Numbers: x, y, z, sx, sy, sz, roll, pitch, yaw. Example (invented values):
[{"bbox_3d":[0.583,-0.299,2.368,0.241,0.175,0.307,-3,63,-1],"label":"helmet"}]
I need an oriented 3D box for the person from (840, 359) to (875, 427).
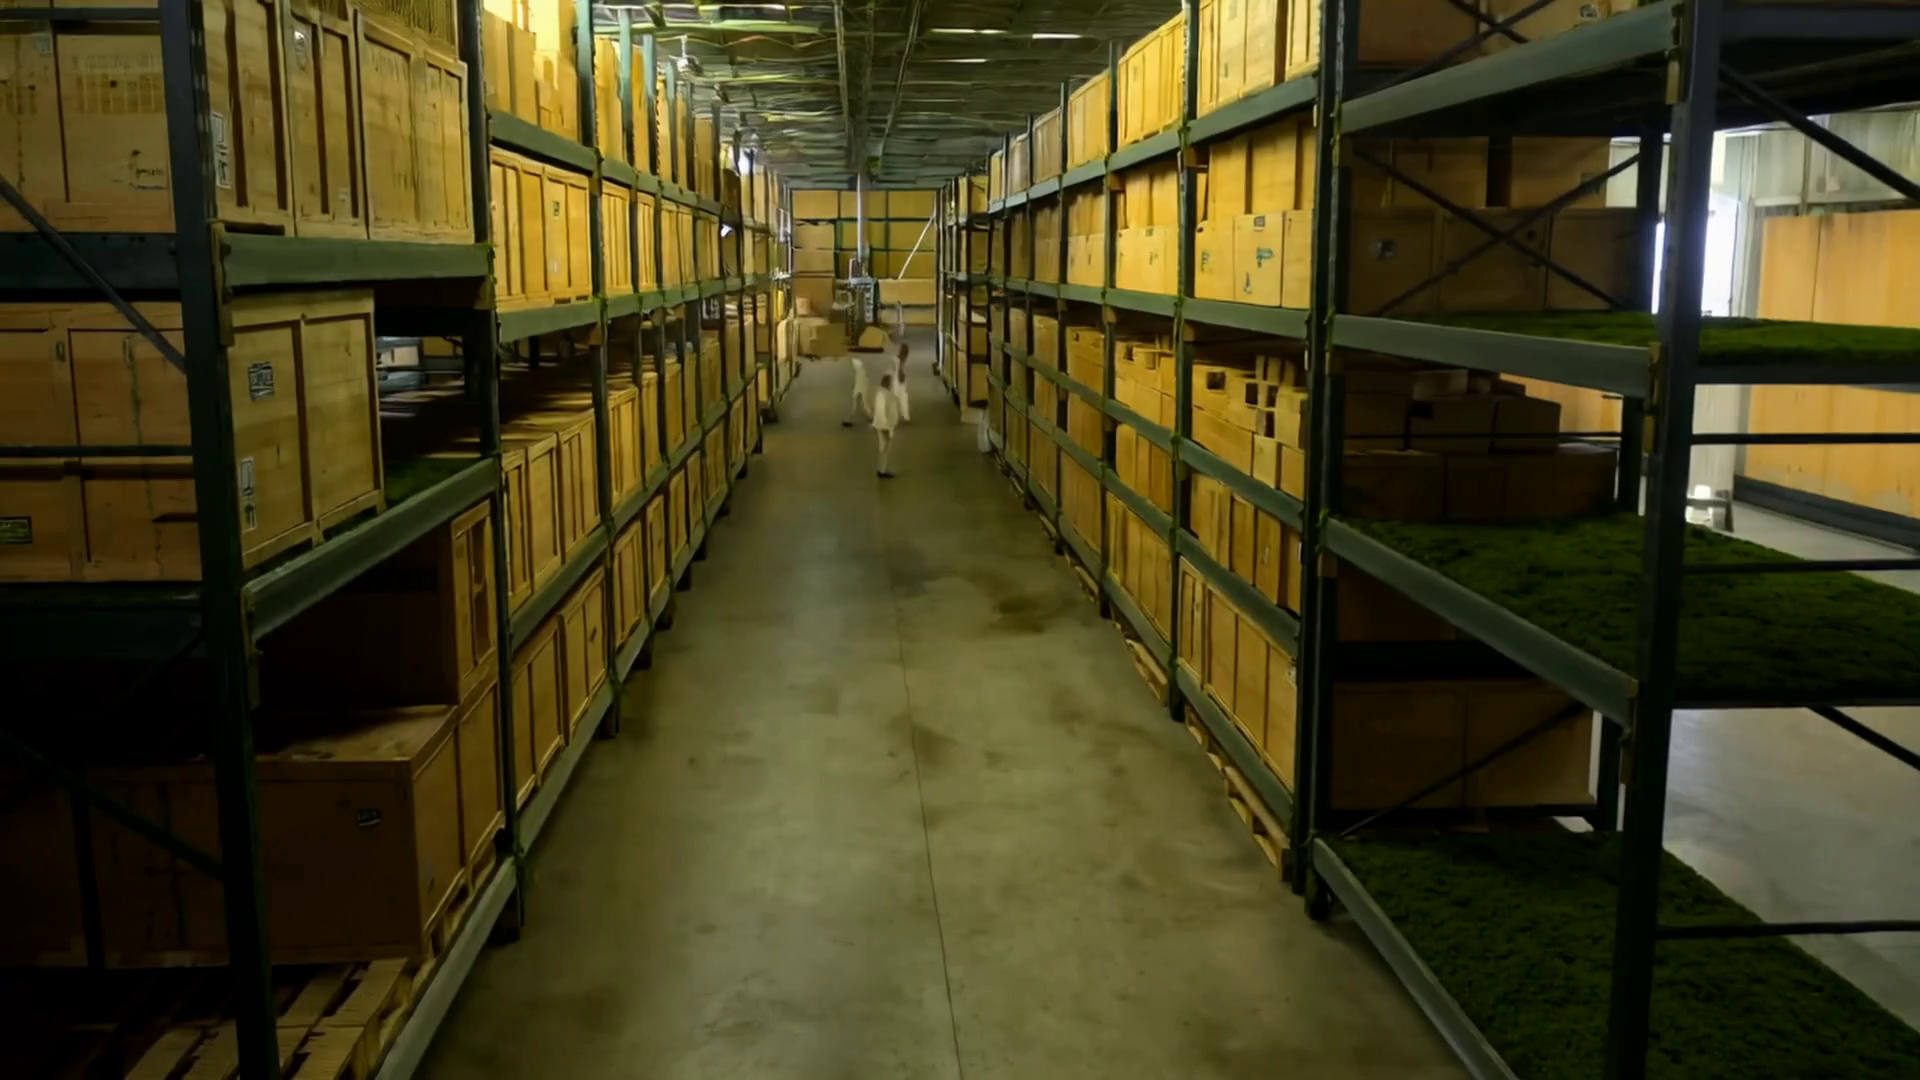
[{"bbox_3d":[-2.325,-3.422,38.792,0.889,1.578,0.492,1,10,4],"label":"person"}]

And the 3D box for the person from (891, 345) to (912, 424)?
[{"bbox_3d":[-1.381,-3.676,39.454,0.764,1.863,0.659,2,10,14],"label":"person"}]

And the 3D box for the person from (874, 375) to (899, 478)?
[{"bbox_3d":[-1.308,-2.034,29.754,0.430,1.837,0.625,-3,10,-18],"label":"person"}]

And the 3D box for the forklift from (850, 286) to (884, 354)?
[{"bbox_3d":[-4.123,-9.110,68.885,1.873,2.768,1.129,-1,10,-3],"label":"forklift"}]

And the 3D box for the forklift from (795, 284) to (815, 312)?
[{"bbox_3d":[-7.102,-10.351,76.299,1.129,2.768,1.873,-1,10,-7],"label":"forklift"}]

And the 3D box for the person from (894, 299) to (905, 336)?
[{"bbox_3d":[-3.119,-11.515,86.175,0.591,1.894,0.820,-1,10,-8],"label":"person"}]
